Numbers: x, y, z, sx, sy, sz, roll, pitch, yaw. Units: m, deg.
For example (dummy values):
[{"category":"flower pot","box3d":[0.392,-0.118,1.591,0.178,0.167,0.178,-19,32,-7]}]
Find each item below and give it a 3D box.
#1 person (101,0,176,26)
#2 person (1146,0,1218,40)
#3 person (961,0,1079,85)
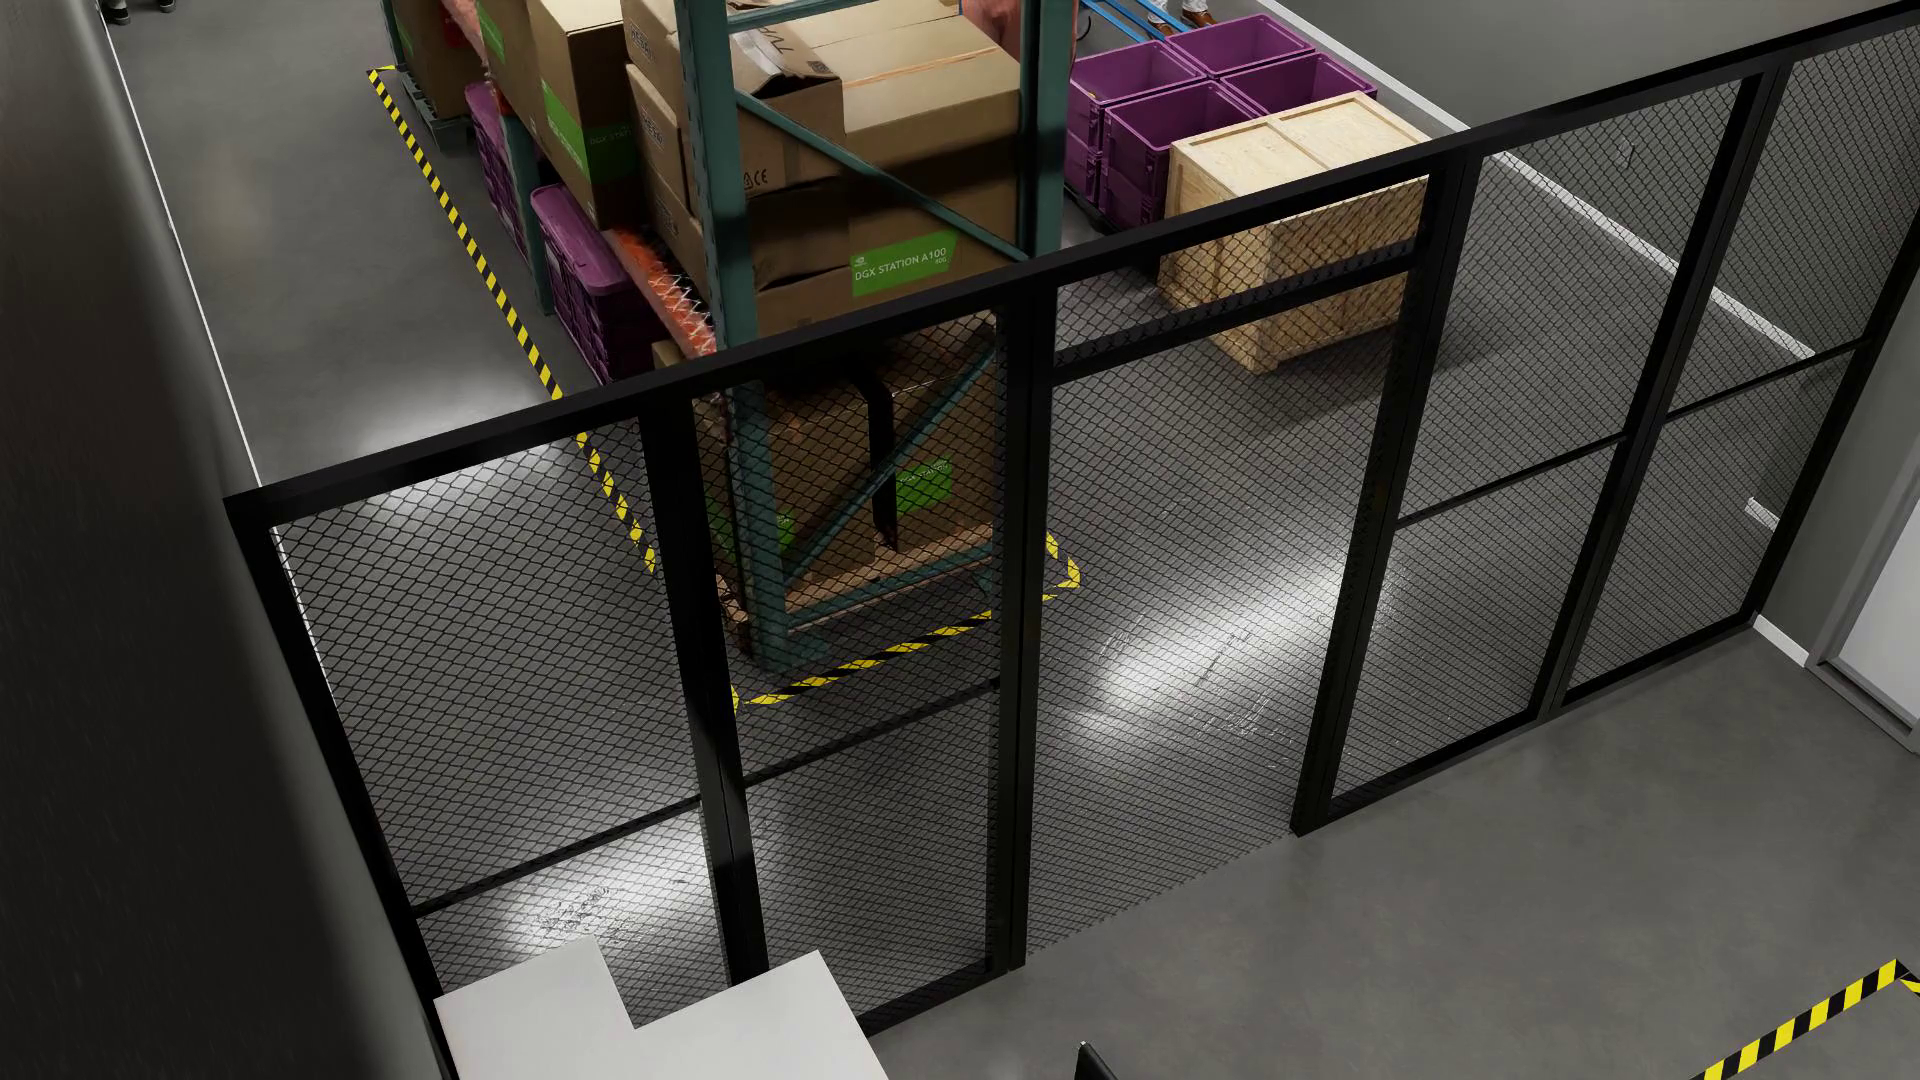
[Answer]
[{"category":"person","box3d":[-4.808,-3.771,9.148,0.590,1.833,0.404,-27,49,-26]},{"category":"person","box3d":[1.282,-3.630,8.916,0.627,1.940,0.370,-21,46,-22]},{"category":"person","box3d":[0.226,-1.813,6.884,0.622,1.996,0.369,-32,51,-30]}]
